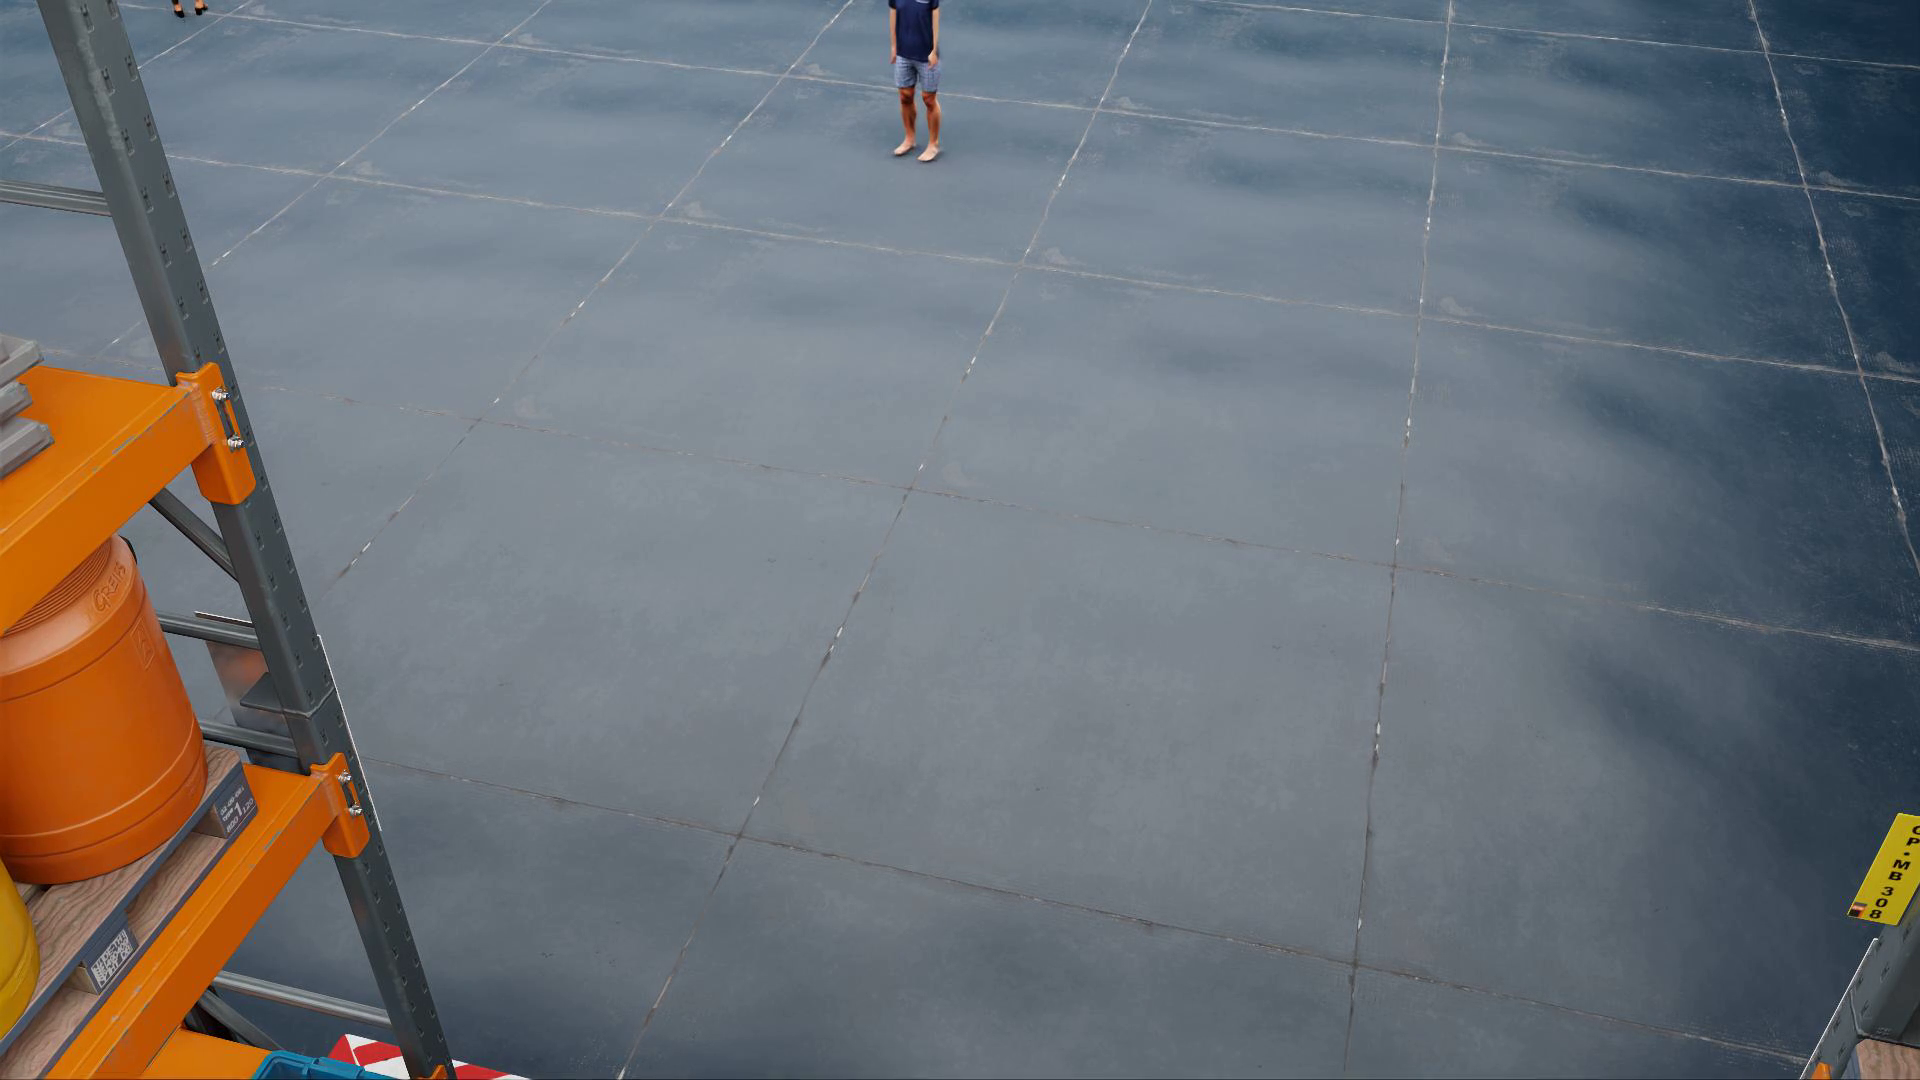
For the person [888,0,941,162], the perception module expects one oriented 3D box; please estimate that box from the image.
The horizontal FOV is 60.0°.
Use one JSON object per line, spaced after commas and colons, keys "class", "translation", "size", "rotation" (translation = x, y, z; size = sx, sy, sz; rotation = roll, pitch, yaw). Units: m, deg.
{"class": "person", "translation": [-0.349, -4.060, 13.766], "size": [0.639, 1.843, 0.597], "rotation": [16, 41, 19]}
